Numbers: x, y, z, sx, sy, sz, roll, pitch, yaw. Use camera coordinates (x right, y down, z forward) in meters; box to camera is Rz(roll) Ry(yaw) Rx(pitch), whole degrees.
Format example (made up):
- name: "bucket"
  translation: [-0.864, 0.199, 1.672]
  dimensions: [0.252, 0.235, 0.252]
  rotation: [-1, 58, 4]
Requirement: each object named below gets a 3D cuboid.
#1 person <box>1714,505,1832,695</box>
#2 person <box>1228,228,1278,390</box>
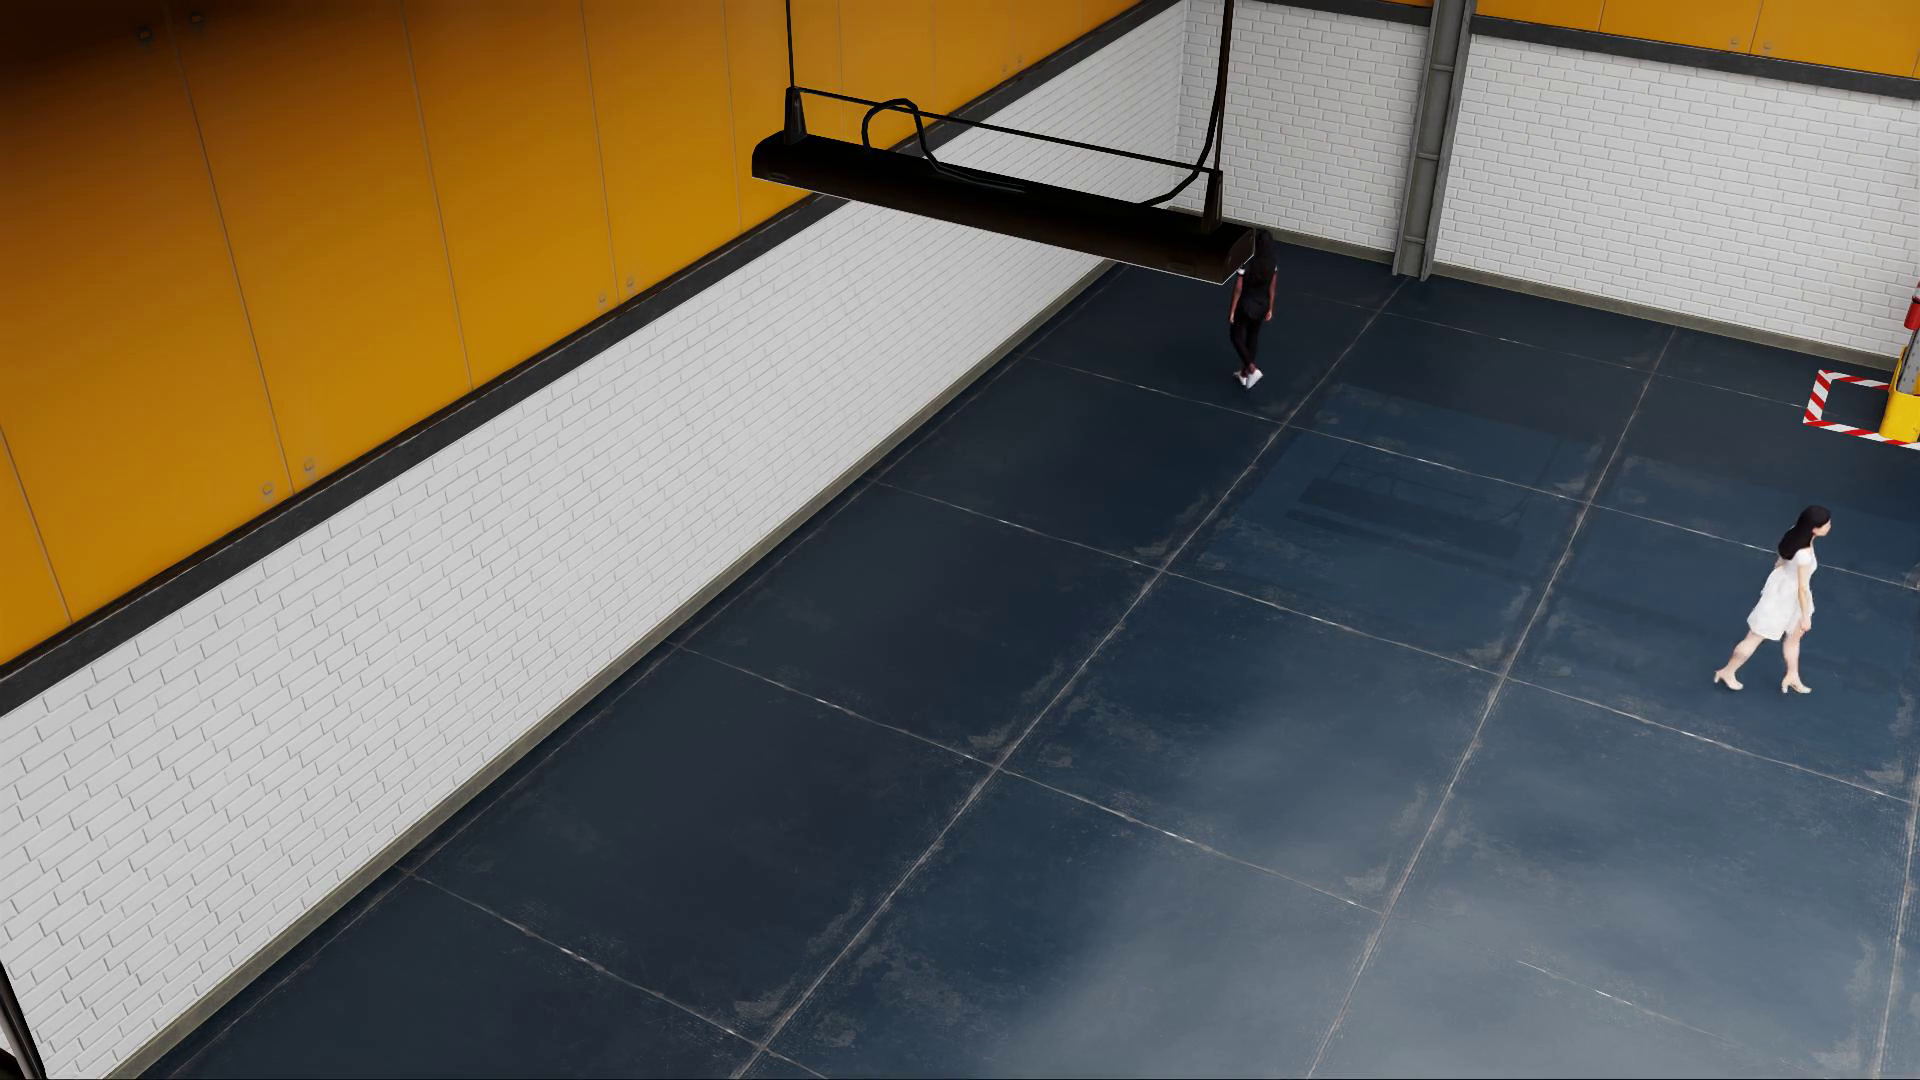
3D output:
- name: "person"
  translation: [6.175, 0.481, 12.715]
  dimensions: [1.017, 1.749, 0.778]
  rotation: [8, 34, 12]
- name: "person"
  translation: [3.008, -2.318, 16.942]
  dimensions: [0.901, 1.730, 0.974]
  rotation: [-11, 35, -16]
